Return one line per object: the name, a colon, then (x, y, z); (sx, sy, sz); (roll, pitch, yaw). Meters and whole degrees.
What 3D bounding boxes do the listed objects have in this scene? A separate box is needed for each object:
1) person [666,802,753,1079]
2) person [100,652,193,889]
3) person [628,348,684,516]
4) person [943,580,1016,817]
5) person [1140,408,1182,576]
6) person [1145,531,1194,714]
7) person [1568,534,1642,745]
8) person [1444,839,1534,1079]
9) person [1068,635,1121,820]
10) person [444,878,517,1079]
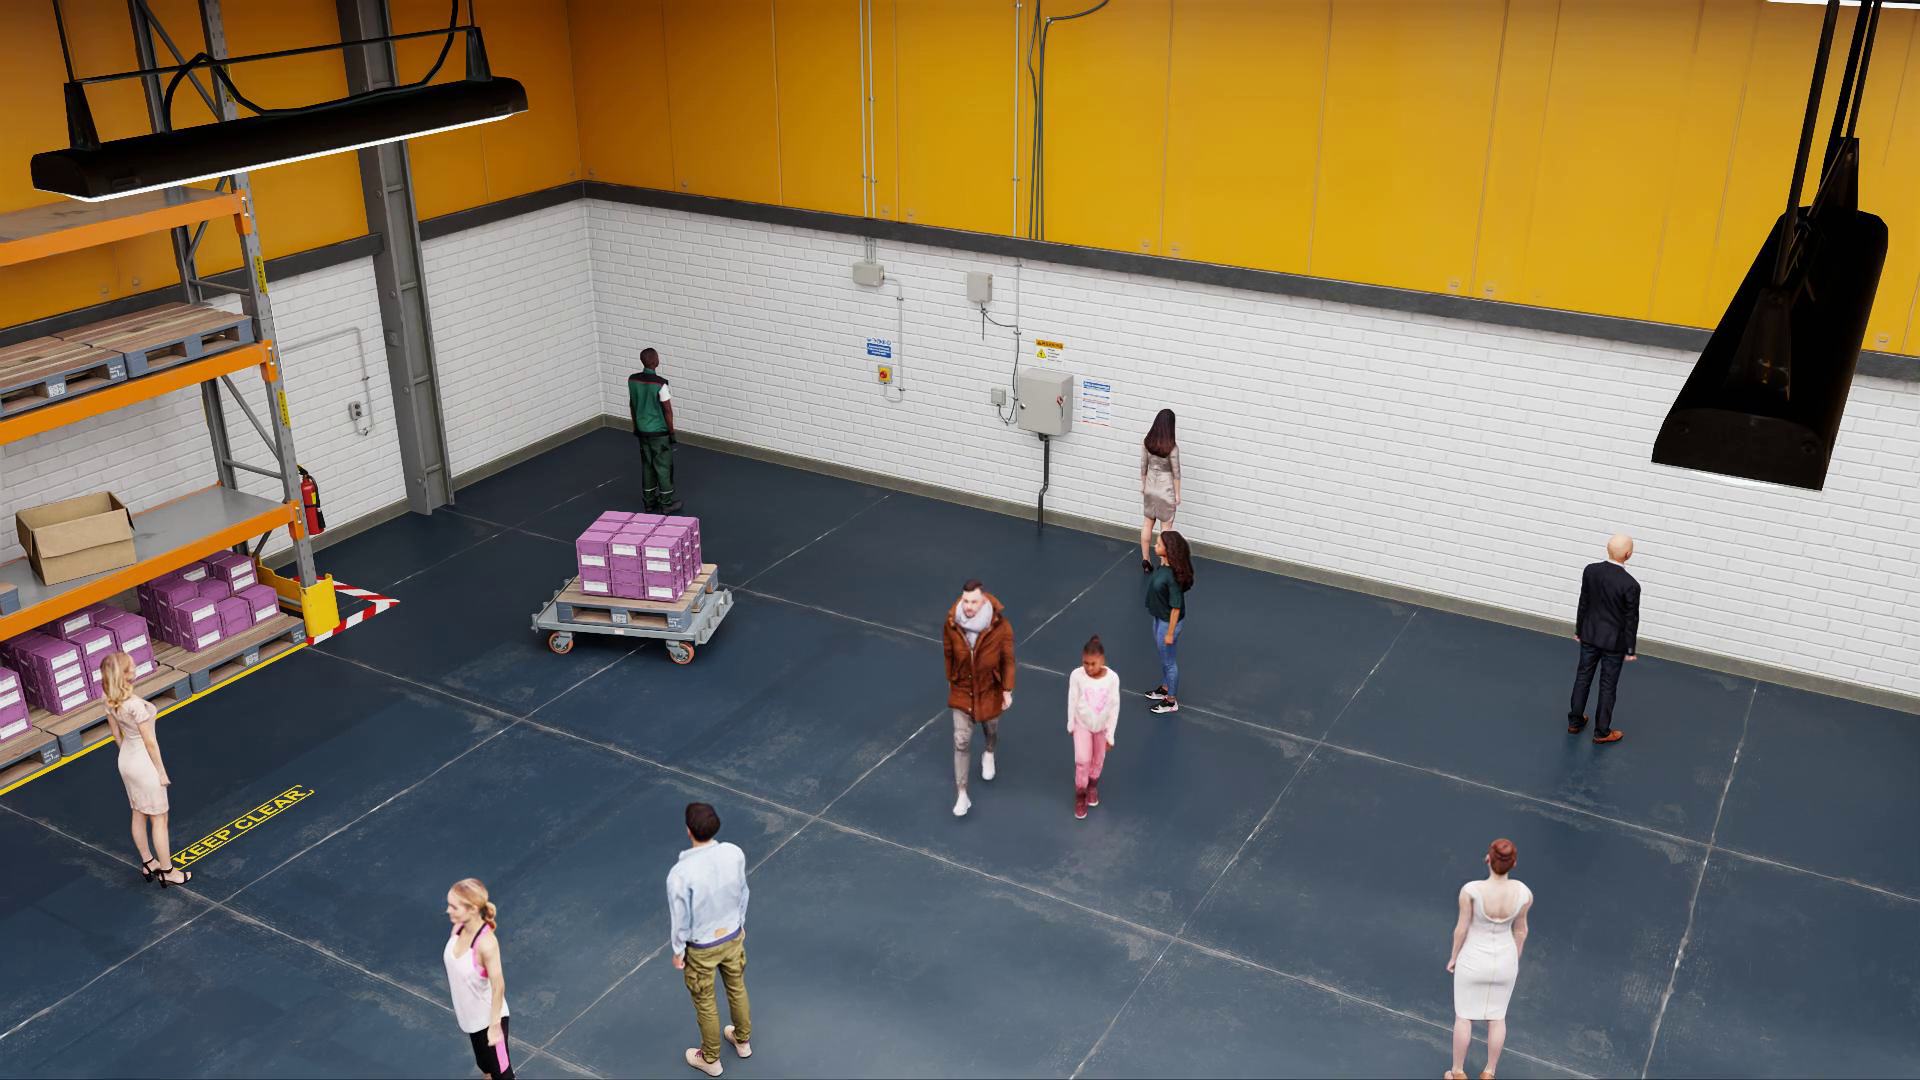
person: (-1.468, 2.352, 9.839); (0.621, 1.811, 0.798); (-20, 30, -38)
person: (-5.694, 1.595, 11.545); (0.560, 1.831, 0.483); (13, 27, 27)
person: (-3.292, -1.179, 17.882); (0.694, 1.839, 0.602); (11, 26, 24)
person: (0.157, 1.120, 12.671); (1.011, 1.800, 1.241); (3, 24, 6)
person: (1.967, -0.461, 16.356); (0.633, 1.745, 0.555); (18, 29, 36)
person: (1.741, 0.674, 13.922); (0.770, 1.616, 0.685); (-1, 24, -1)
person: (5.208, 0.785, 13.437); (0.717, 1.800, 0.750); (-18, 29, -35)
person: (3.035, 2.467, 9.599); (0.632, 1.793, 0.614); (2, 24, 4)
person: (1.011, 1.349, 12.604); (0.690, 1.434, 0.785); (1, 24, 3)
person: (-2.631, 2.629, 9.234); (0.631, 1.788, 0.665); (-19, 30, -37)
